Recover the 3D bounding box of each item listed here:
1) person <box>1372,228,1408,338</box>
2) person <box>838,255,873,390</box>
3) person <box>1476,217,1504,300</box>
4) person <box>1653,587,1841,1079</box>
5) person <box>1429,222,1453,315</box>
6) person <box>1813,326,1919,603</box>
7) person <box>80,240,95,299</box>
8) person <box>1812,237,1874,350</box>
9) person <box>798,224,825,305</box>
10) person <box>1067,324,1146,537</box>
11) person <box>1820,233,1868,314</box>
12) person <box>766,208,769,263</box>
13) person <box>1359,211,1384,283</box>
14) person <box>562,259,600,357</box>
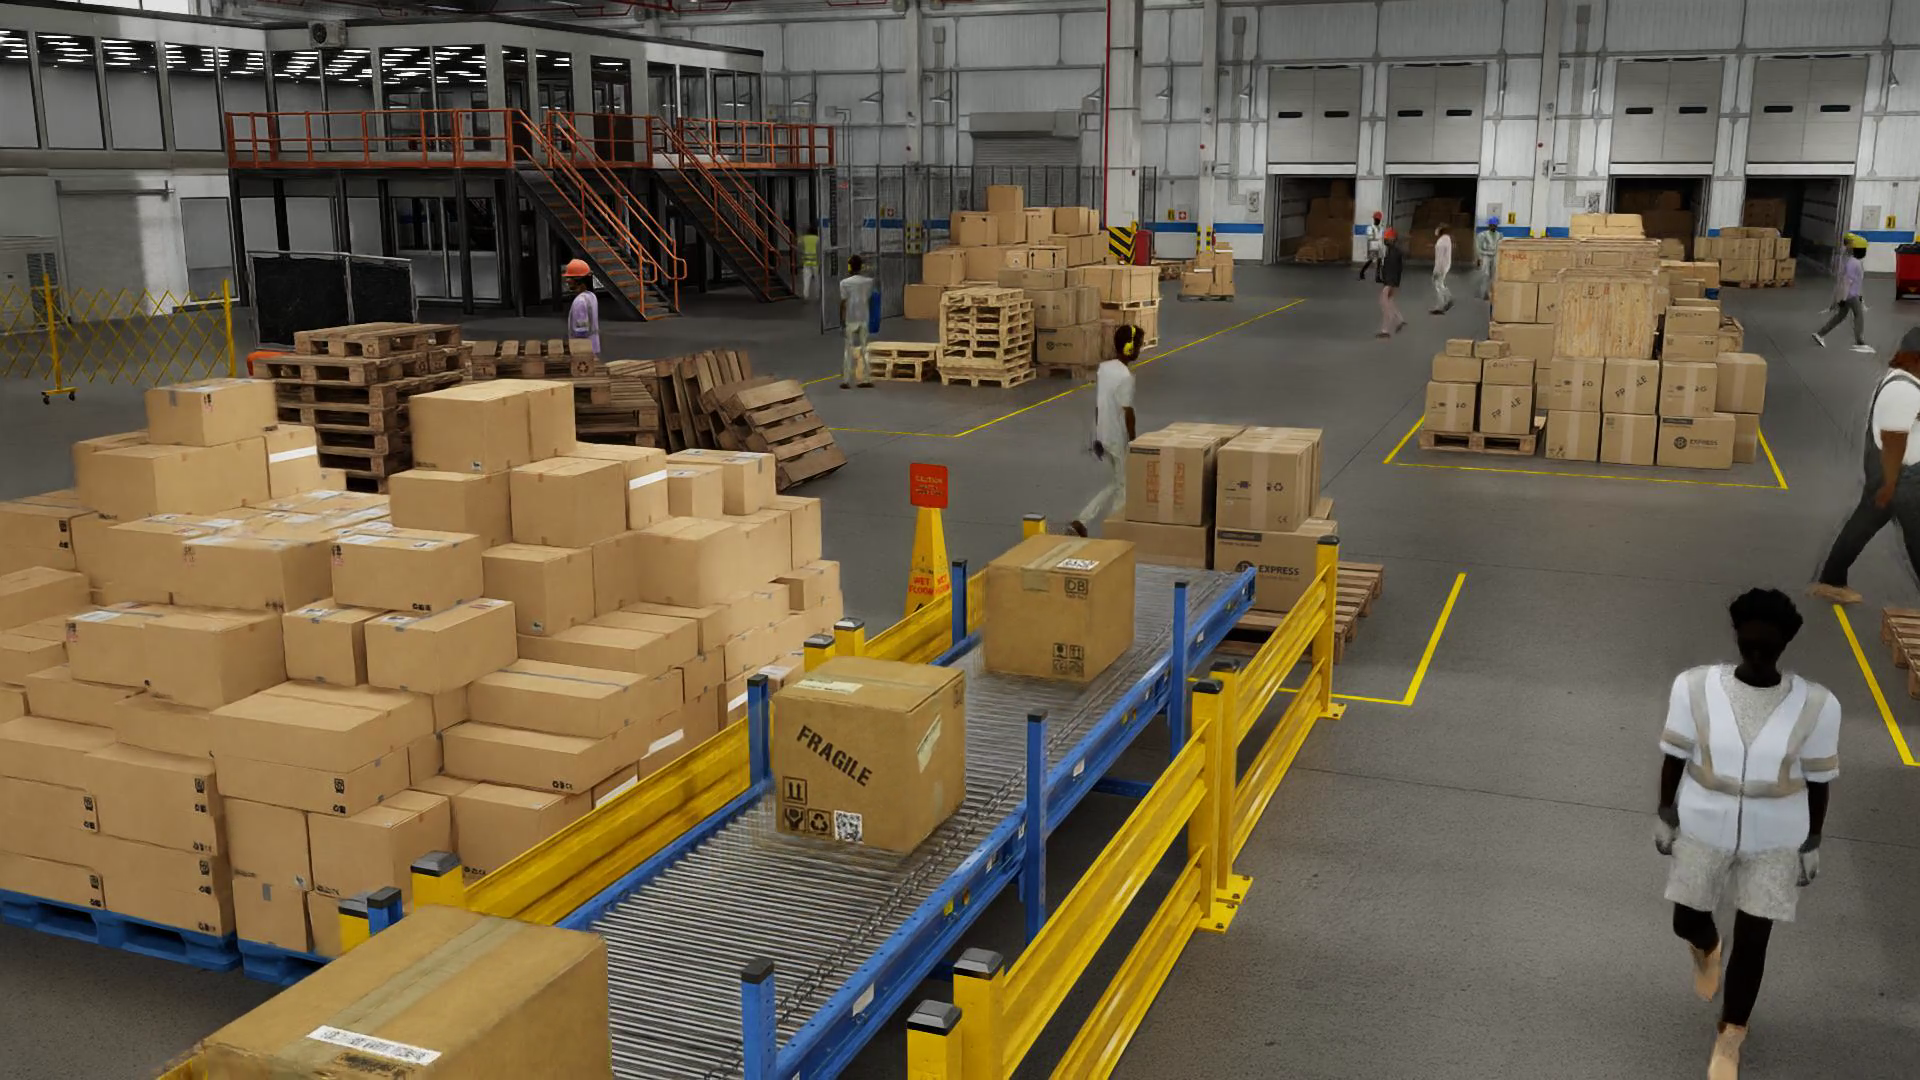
[{"bbox_3d":[7.753,-4.604,29.867,0.511,1.982,0.637,2,13,9],"label":"person"},{"bbox_3d":[-1.441,-2.993,22.941,0.531,1.857,0.387,-5,13,-20],"label":"person"},{"bbox_3d":[12.332,-6.523,38.603,0.620,1.924,0.641,-4,13,-16],"label":"person"},{"bbox_3d":[2.626,0.956,5.588,0.546,1.680,0.560,7,14,28],"label":"person"},{"bbox_3d":[10.018,-5.661,34.733,0.433,1.924,0.646,8,15,31],"label":"person"},{"bbox_3d":[6.468,-0.506,11.357,1.023,2.000,0.681,5,14,22],"label":"person"},{"bbox_3d":[-19.225,-6.044,36.482,0.400,1.904,0.644,-1,13,-5],"label":"person"},{"bbox_3d":[15.085,-4.199,28.269,0.926,1.891,0.588,7,15,30],"label":"person"},{"bbox_3d":[-3.331,-6.207,37.471,0.629,1.807,0.911,2,13,8],"label":"person"},{"bbox_3d":[1.168,-0.751,12.917,0.516,1.844,0.551,-4,13,-19],"label":"person"},{"bbox_3d":[18.646,-5.575,34.846,0.849,1.708,0.499,4,13,17],"label":"person"},{"bbox_3d":[-5.752,-8.823,48.764,0.379,1.995,0.612,4,13,16],"label":"person"},{"bbox_3d":[11.148,-7.902,44.823,0.556,1.915,0.811,-7,14,-27],"label":"person"},{"bbox_3d":[-4.143,-2.045,18.252,0.371,2.044,0.608,0,13,-2],"label":"person"}]
